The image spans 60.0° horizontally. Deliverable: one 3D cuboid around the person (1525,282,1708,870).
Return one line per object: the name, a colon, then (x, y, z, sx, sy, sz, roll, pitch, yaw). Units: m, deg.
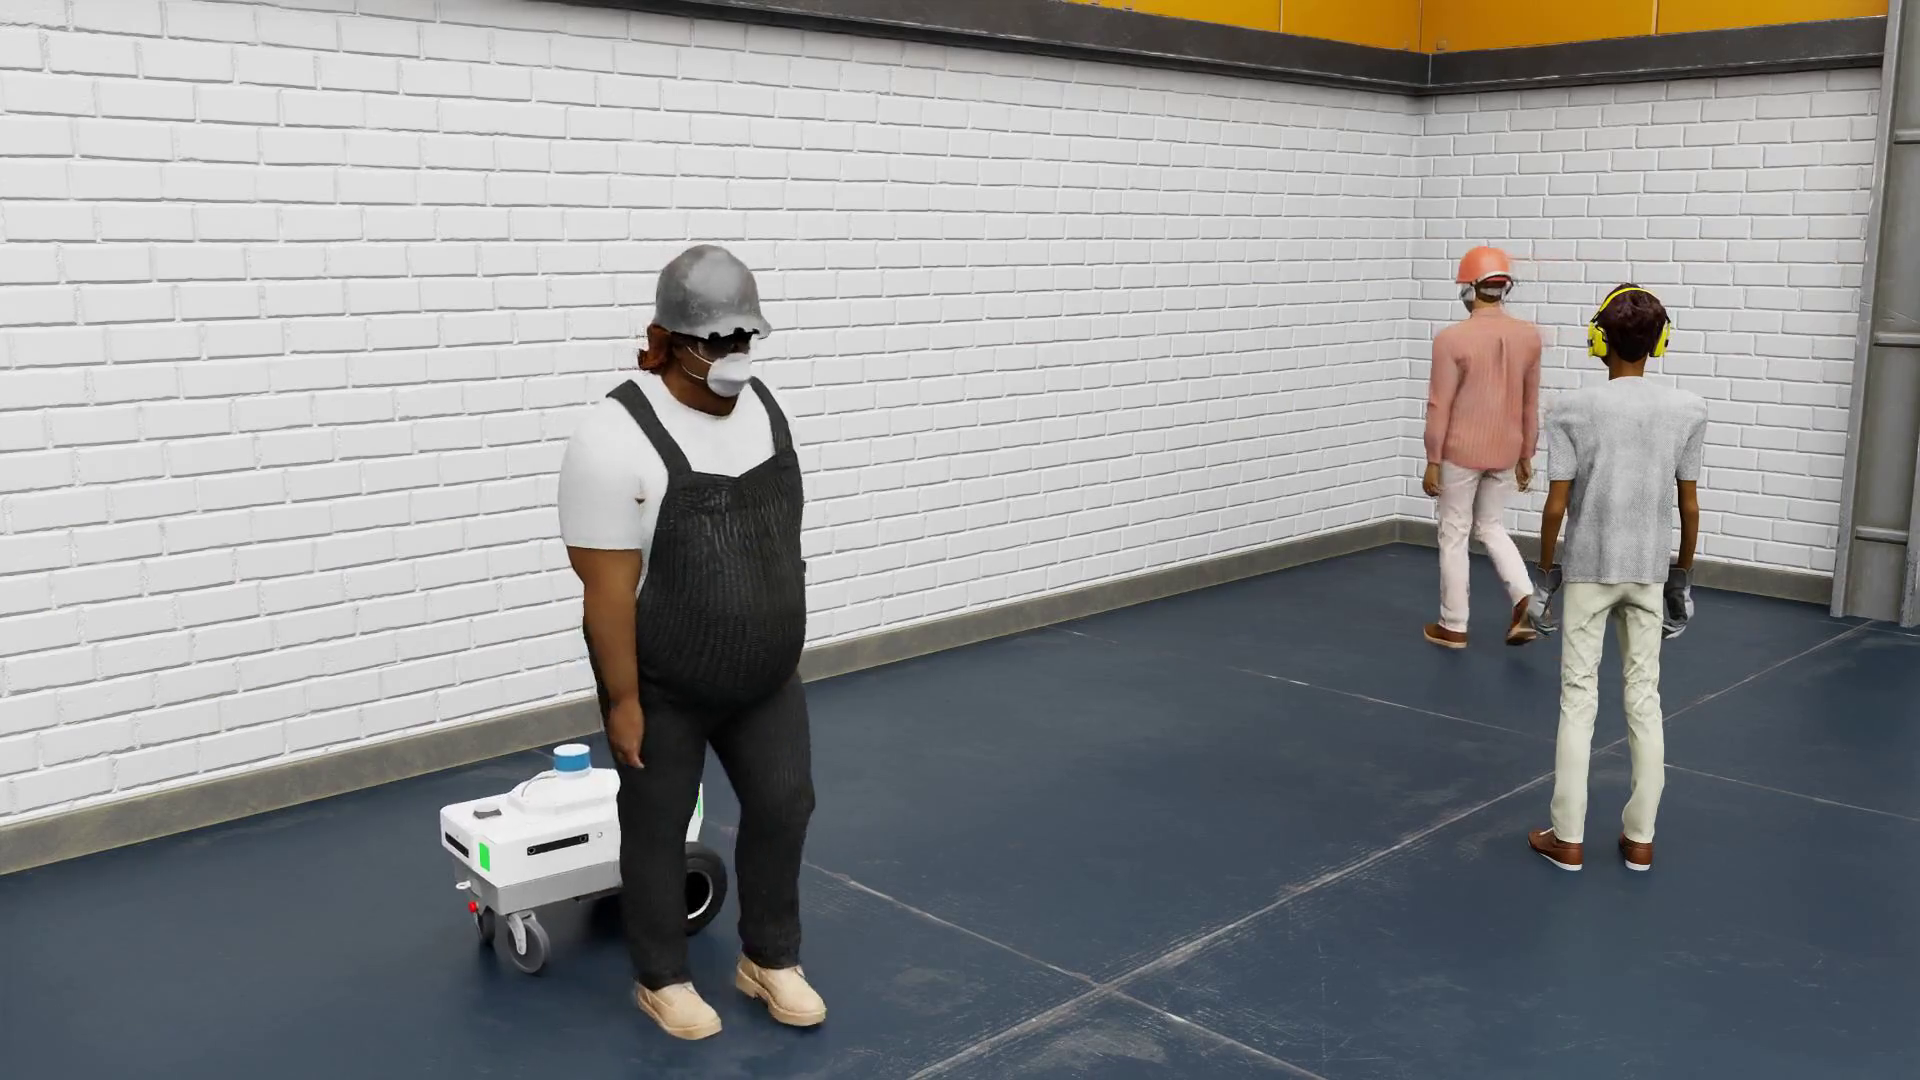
person: (2.072, 0.130, 5.291, 0.514, 1.876, 0.328, 1, 10, 3)

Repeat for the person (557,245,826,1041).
person: (-0.640, 0.269, 4.078, 0.697, 2.000, 0.594, -9, 14, -41)

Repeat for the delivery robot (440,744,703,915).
delivery robot: (-1.112, 0.833, 4.799, 0.707, 0.478, 0.477, -8, 13, -36)

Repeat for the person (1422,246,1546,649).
person: (2.525, -0.414, 7.993, 0.619, 1.976, 0.602, -4, 11, -20)
